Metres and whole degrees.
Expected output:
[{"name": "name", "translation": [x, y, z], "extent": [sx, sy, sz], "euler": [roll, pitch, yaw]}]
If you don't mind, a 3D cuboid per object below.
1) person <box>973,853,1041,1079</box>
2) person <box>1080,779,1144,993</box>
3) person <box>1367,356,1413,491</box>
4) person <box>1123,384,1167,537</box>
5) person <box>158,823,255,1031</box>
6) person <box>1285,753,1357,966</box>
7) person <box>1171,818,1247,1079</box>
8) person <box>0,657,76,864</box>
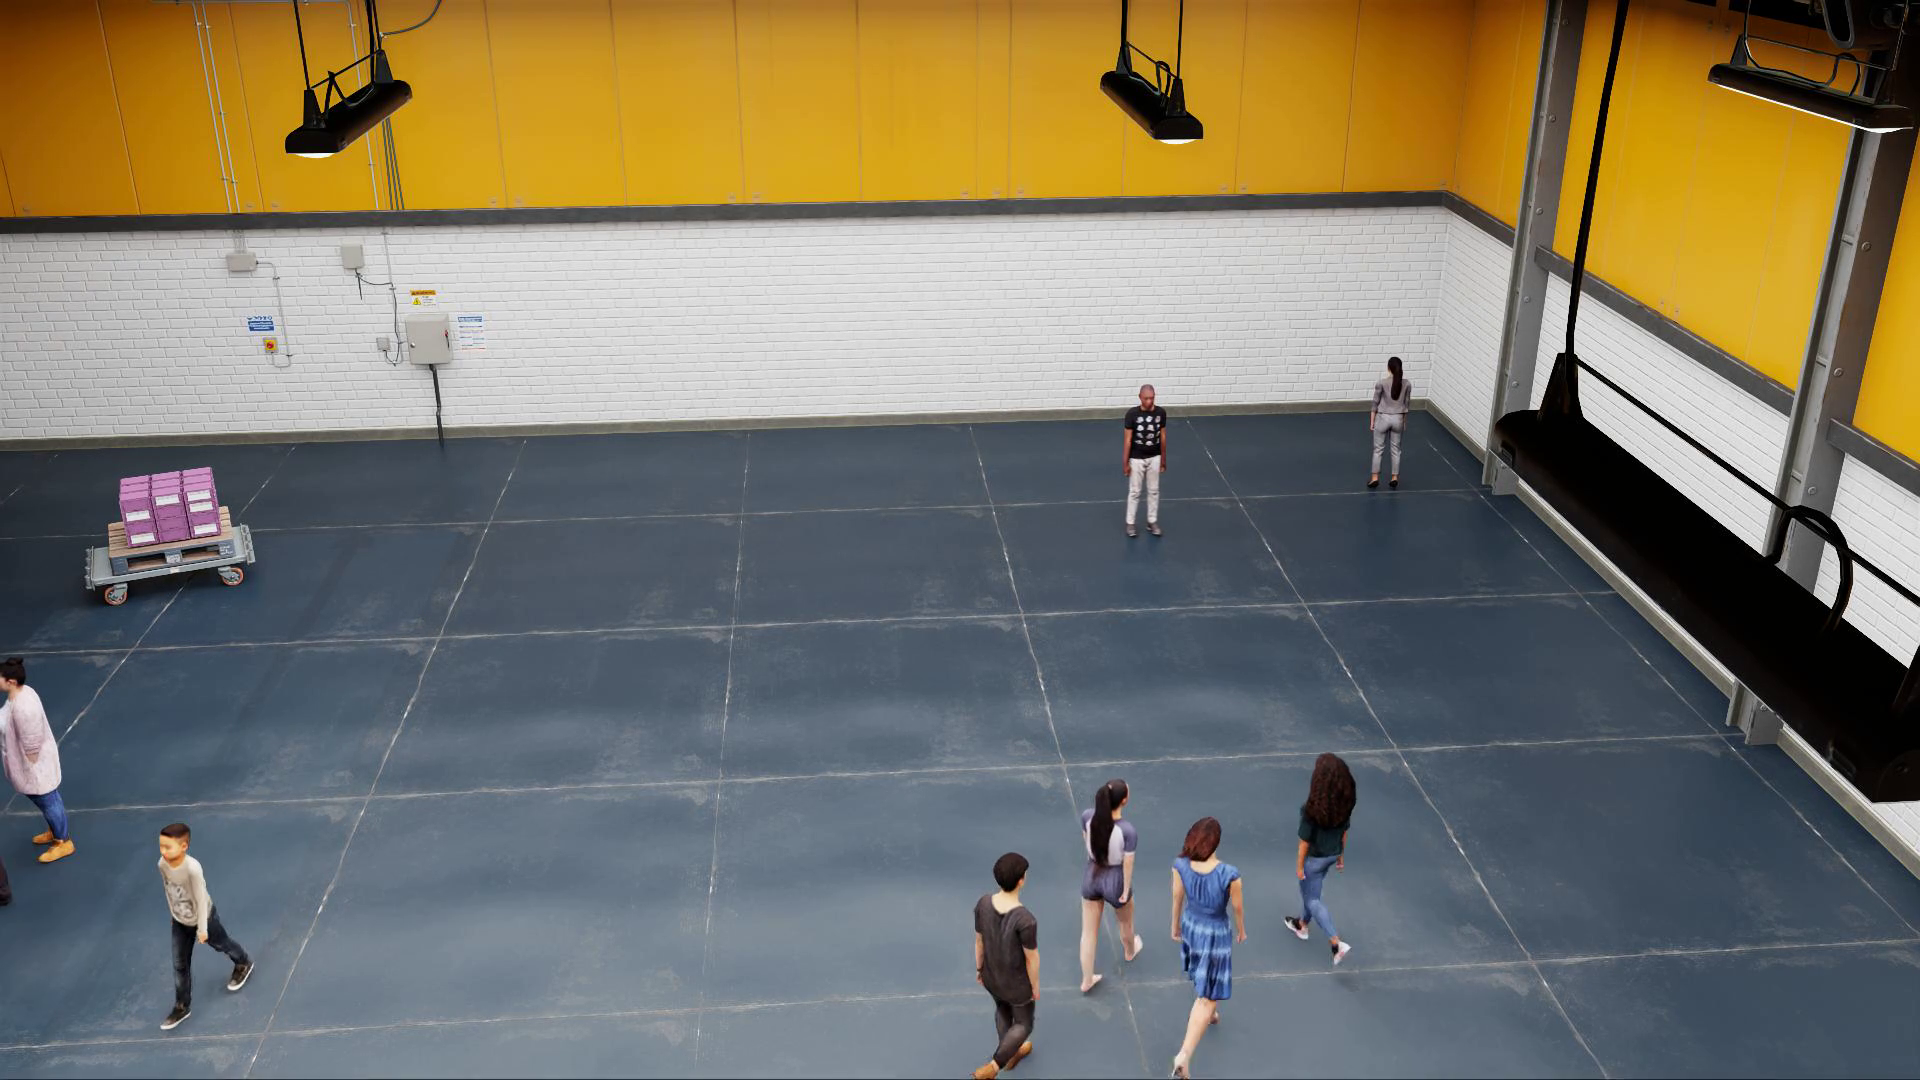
[{"name": "person", "translation": [0.279, 2.789, 10.609], "extent": [0.961, 1.701, 1.013], "euler": [19, 30, 36]}, {"name": "person", "translation": [0.972, 2.431, 11.531], "extent": [0.897, 1.619, 1.016], "euler": [13, 27, 27]}, {"name": "person", "translation": [5.234, -1.417, 20.267], "extent": [0.612, 1.674, 0.567], "euler": [-1, 24, -2]}, {"name": "person", "translation": [2.109, -0.929, 18.991], "extent": [0.682, 1.801, 0.629], "euler": [-4, 24, -10]}, {"name": "person", "translation": [-5.205, 2.564, 11.452], "extent": [0.799, 1.440, 1.064], "euler": [7, 25, 16]}, {"name": "person", "translation": [2.615, 2.290, 11.882], "extent": [0.817, 1.597, 1.059], "euler": [-11, 26, -24]}, {"name": "person", "translation": [1.570, 2.674, 10.786], "extent": [1.085, 1.772, 1.195], "euler": [18, 29, 35]}, {"name": "person", "translation": [-7.278, 1.693, 13.065], "extent": [0.851, 1.743, 0.732], "euler": [-14, 27, -29]}]
